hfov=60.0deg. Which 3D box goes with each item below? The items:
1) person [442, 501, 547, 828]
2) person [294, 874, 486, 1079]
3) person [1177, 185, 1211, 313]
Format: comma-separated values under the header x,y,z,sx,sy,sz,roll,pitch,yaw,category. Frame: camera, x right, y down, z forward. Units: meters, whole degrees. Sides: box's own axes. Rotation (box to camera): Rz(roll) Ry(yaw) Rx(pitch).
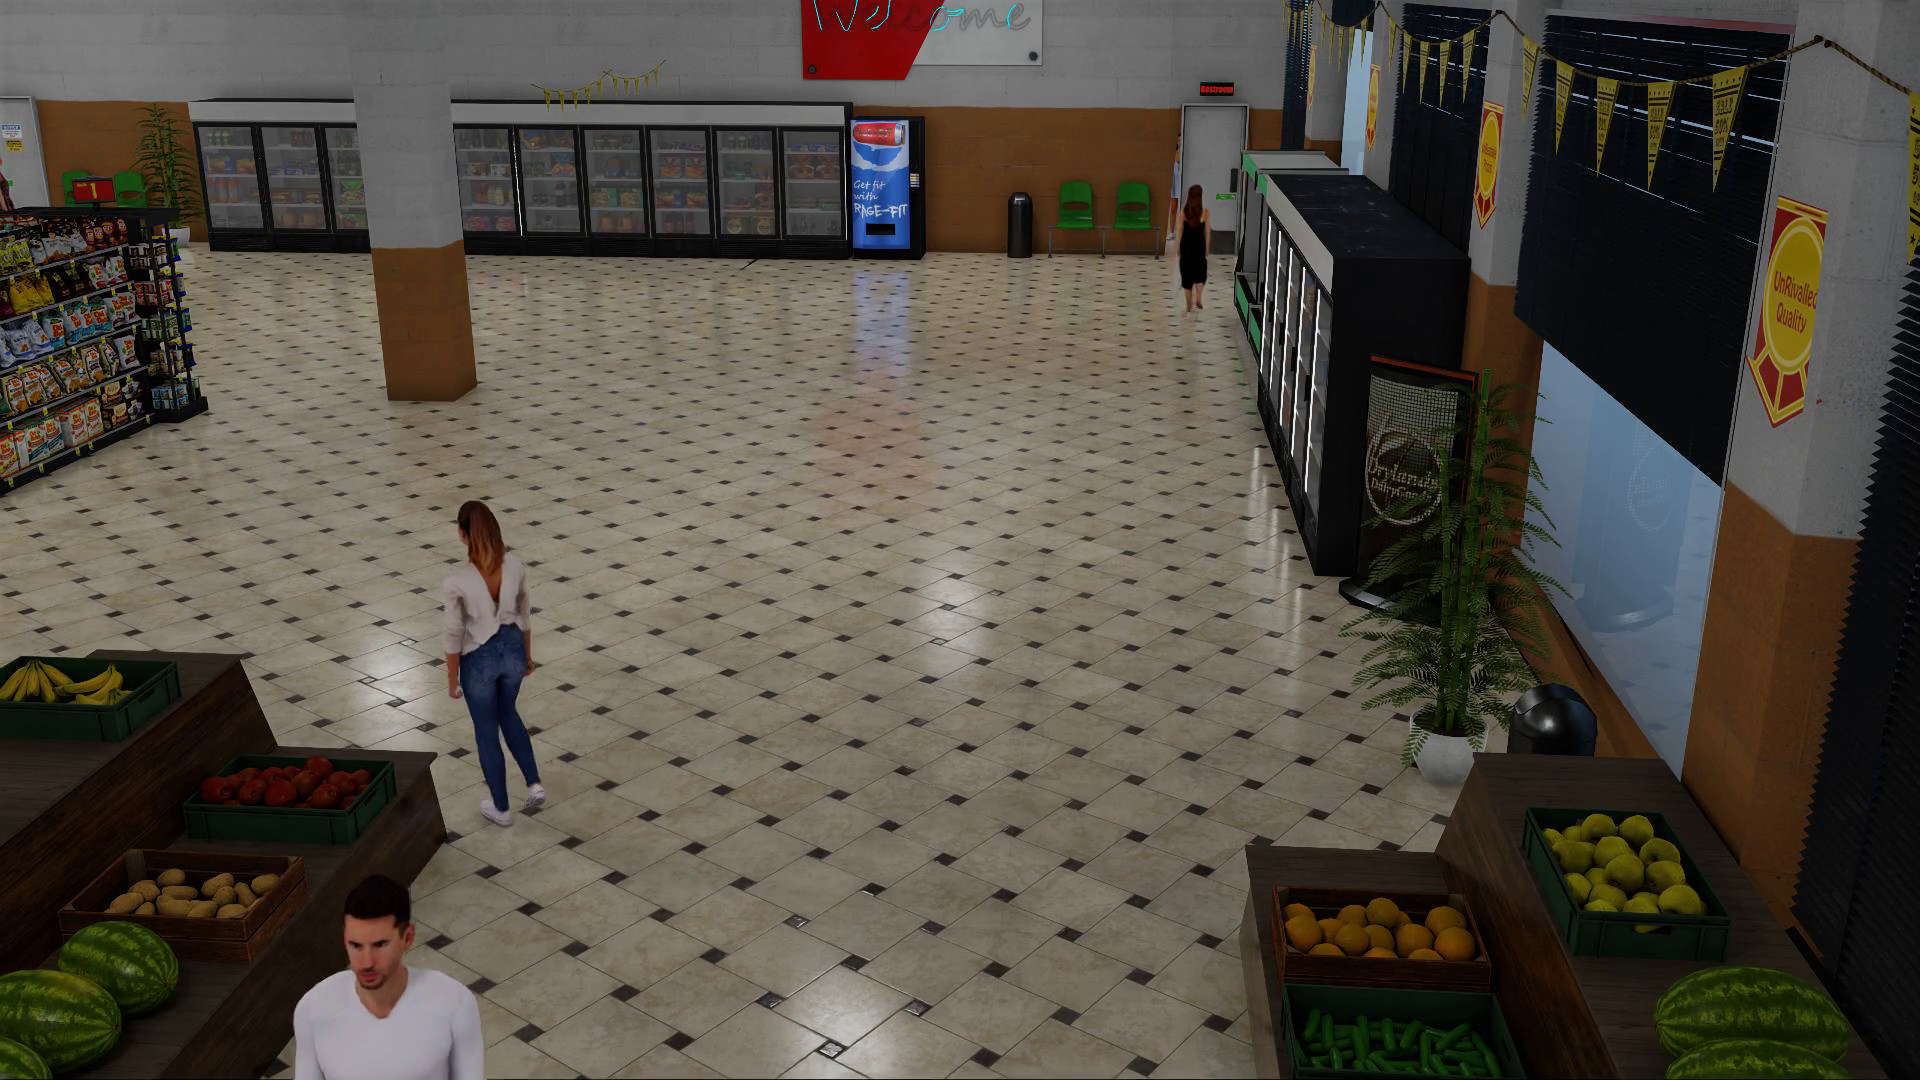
x,y,z,sx,sy,sz,roll,pitch,yaw,category
-2.256,0.645,8.196,0.791,1.715,0.852,-18,25,-42,person
-1.580,1.758,4.714,0.752,1.831,1.107,-1,19,-3,person
2.965,-3.701,21.239,0.554,1.617,0.611,2,19,6,person
